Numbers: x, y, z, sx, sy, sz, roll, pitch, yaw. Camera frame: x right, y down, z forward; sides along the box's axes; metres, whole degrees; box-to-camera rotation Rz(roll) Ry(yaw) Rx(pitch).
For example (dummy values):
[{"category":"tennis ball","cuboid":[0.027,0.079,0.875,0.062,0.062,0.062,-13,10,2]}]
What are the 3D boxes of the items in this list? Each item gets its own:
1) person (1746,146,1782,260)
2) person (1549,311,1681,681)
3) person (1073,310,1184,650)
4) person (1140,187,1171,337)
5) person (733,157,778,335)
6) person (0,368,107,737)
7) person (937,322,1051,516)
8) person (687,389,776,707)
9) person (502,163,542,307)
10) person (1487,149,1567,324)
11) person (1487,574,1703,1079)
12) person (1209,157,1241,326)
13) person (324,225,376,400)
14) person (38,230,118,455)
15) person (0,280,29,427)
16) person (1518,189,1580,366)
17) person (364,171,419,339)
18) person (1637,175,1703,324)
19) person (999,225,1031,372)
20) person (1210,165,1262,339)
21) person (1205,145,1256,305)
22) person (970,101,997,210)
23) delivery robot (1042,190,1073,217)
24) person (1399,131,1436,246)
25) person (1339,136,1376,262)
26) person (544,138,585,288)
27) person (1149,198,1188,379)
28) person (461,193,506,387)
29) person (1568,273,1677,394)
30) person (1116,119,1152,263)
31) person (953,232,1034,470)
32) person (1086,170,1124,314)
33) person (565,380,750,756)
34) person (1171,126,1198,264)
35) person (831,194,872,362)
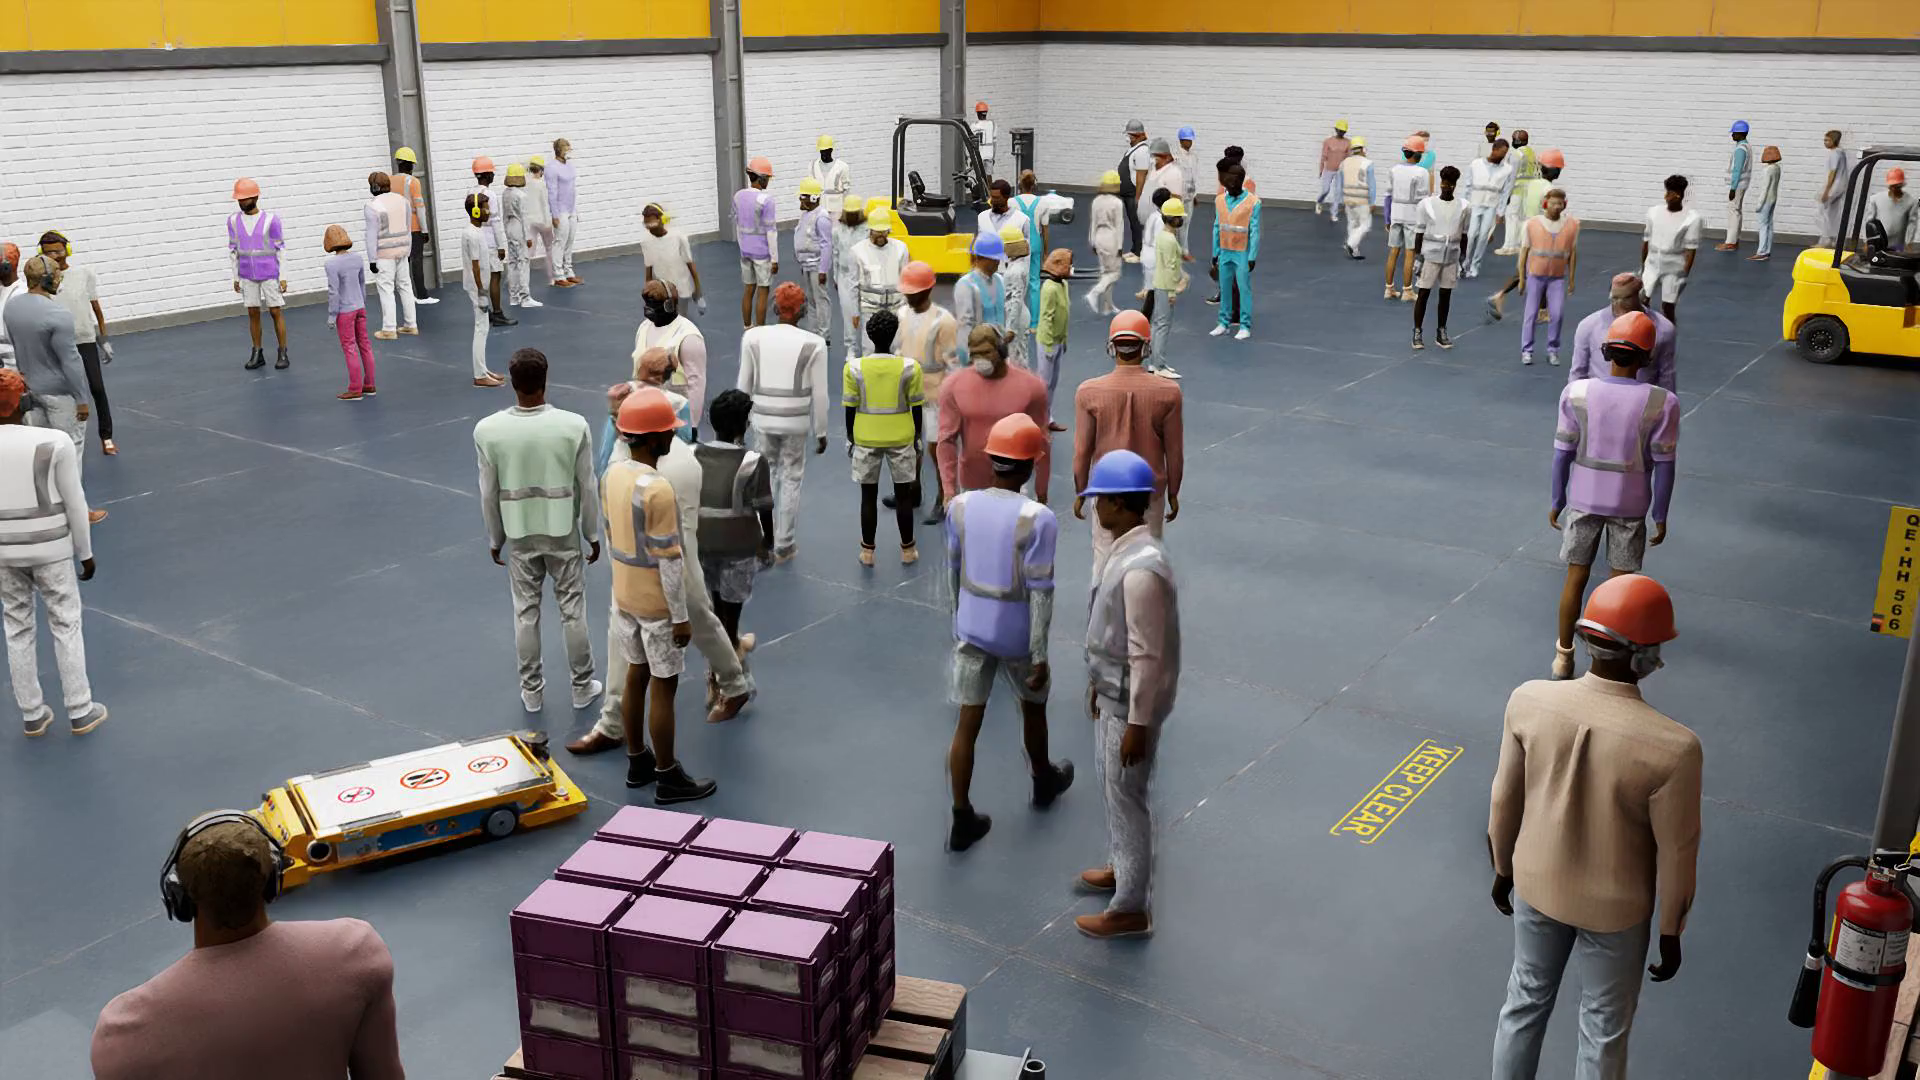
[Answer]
[{"category":"person","cuboid":[11.778,-4.919,24.300,0.504,1.632,0.270,-16,24,-41]},{"category":"person","cuboid":[3.475,-0.206,8.895,0.615,2.043,0.373,10,20,28]},{"category":"person","cuboid":[0.927,-0.281,9.227,0.611,1.985,0.393,1,18,3]},{"category":"person","cuboid":[2.158,-3.029,18.321,0.330,1.682,0.626,-1,18,-3]},{"category":"person","cuboid":[-2.170,-3.117,18.039,0.608,2.029,0.406,15,23,40]},{"category":"person","cuboid":[-4.644,0.071,8.319,0.578,1.874,0.368,-3,18,-9]},{"category":"person","cuboid":[0.185,-0.297,9.446,0.637,1.870,1.066,2,18,7]},{"category":"person","cuboid":[-1.188,0.002,8.862,0.545,1.654,0.822,6,19,18]},{"category":"person","cuboid":[-5.413,-3.749,20.465,0.493,1.743,0.311,17,24,42]},{"category":"person","cuboid":[6.610,-3.479,19.172,0.826,2.025,0.607,-5,18,-15]},{"category":"person","cuboid":[1.901,1.058,5.025,0.399,1.989,0.623,-16,24,-41]},{"category":"person","cuboid":[3.106,-3.430,19.158,0.451,1.930,0.641,-1,18,-3]},{"category":"person","cuboid":[-5.733,-2.129,15.573,0.280,1.633,0.498,6,19,18]},{"category":"person","cuboid":[-7.212,-1.592,13.541,0.544,1.855,0.334,-10,20,-28]},{"category":"person","cuboid":[-8.083,-1.759,13.790,0.644,2.021,0.647,-2,18,-7]},{"category":"person","cuboid":[5.992,-2.675,17.001,0.587,1.816,0.447,1,18,3]},{"category":"person","cuboid":[-6.352,-3.163,18.489,0.429,1.837,0.627,9,20,26]},{"category":"person","cuboid":[7.180,-2.757,17.058,0.865,1.924,0.634,-16,23,-40]},{"category":"person","cuboid":[0.468,-1.915,14.741,0.311,1.735,0.483,2,18,6]},{"category":"person","cuboid":[3.069,-3.199,18.483,0.587,1.910,0.396,16,24,41]},{"category":"person","cuboid":[3.321,-3.838,20.380,0.368,1.966,0.603,-12,21,-33]},{"category":"person","cuboid":[0.410,-6.972,30.231,0.544,1.938,0.355,-12,21,-32]},{"category":"delivery robot","cuboid":[1.581,-5.748,28.485,0.707,0.478,0.477,0,18,0]},{"category":"person","cuboid":[6.927,-5.353,25.426,0.580,1.789,0.956,-4,18,-13]},{"category":"person","cuboid":[5.700,-4.886,23.910,0.588,1.808,0.611,-14,23,-38]},{"category":"person","cuboid":[-5.212,-4.300,21.873,0.355,1.936,0.635,4,18,13]},{"category":"person","cuboid":[2.071,-2.495,16.504,0.318,1.767,0.534,-1,18,-3]},{"category":"person","cuboid":[-4.644,-2.419,16.120,0.322,1.862,0.512,-5,18,-15]},{"category":"person","cuboid":[4.449,-0.871,11.246,0.663,1.884,0.433,5,18,14]},{"category":"person","cuboid":[2.496,-5.054,24.064,0.535,2.000,0.681,-1,18,-3]},{"category":"person","cuboid":[0.153,-1.493,13.177,0.982,1.897,0.610,16,24,41]},{"category":"person","cuboid":[1.707,-3.515,19.760,0.577,1.721,0.500,-14,23,-38]},{"category":"person","cuboid":[-1.482,0.114,8.234,0.652,1.857,1.037,16,23,40]},{"category":"person","cuboid":[3.196,-4.943,23.867,0.607,1.948,0.390,-16,24,-41]},{"category":"person","cuboid":[-1.089,-2.770,17.449,0.492,1.721,0.671,1,18,4]}]
